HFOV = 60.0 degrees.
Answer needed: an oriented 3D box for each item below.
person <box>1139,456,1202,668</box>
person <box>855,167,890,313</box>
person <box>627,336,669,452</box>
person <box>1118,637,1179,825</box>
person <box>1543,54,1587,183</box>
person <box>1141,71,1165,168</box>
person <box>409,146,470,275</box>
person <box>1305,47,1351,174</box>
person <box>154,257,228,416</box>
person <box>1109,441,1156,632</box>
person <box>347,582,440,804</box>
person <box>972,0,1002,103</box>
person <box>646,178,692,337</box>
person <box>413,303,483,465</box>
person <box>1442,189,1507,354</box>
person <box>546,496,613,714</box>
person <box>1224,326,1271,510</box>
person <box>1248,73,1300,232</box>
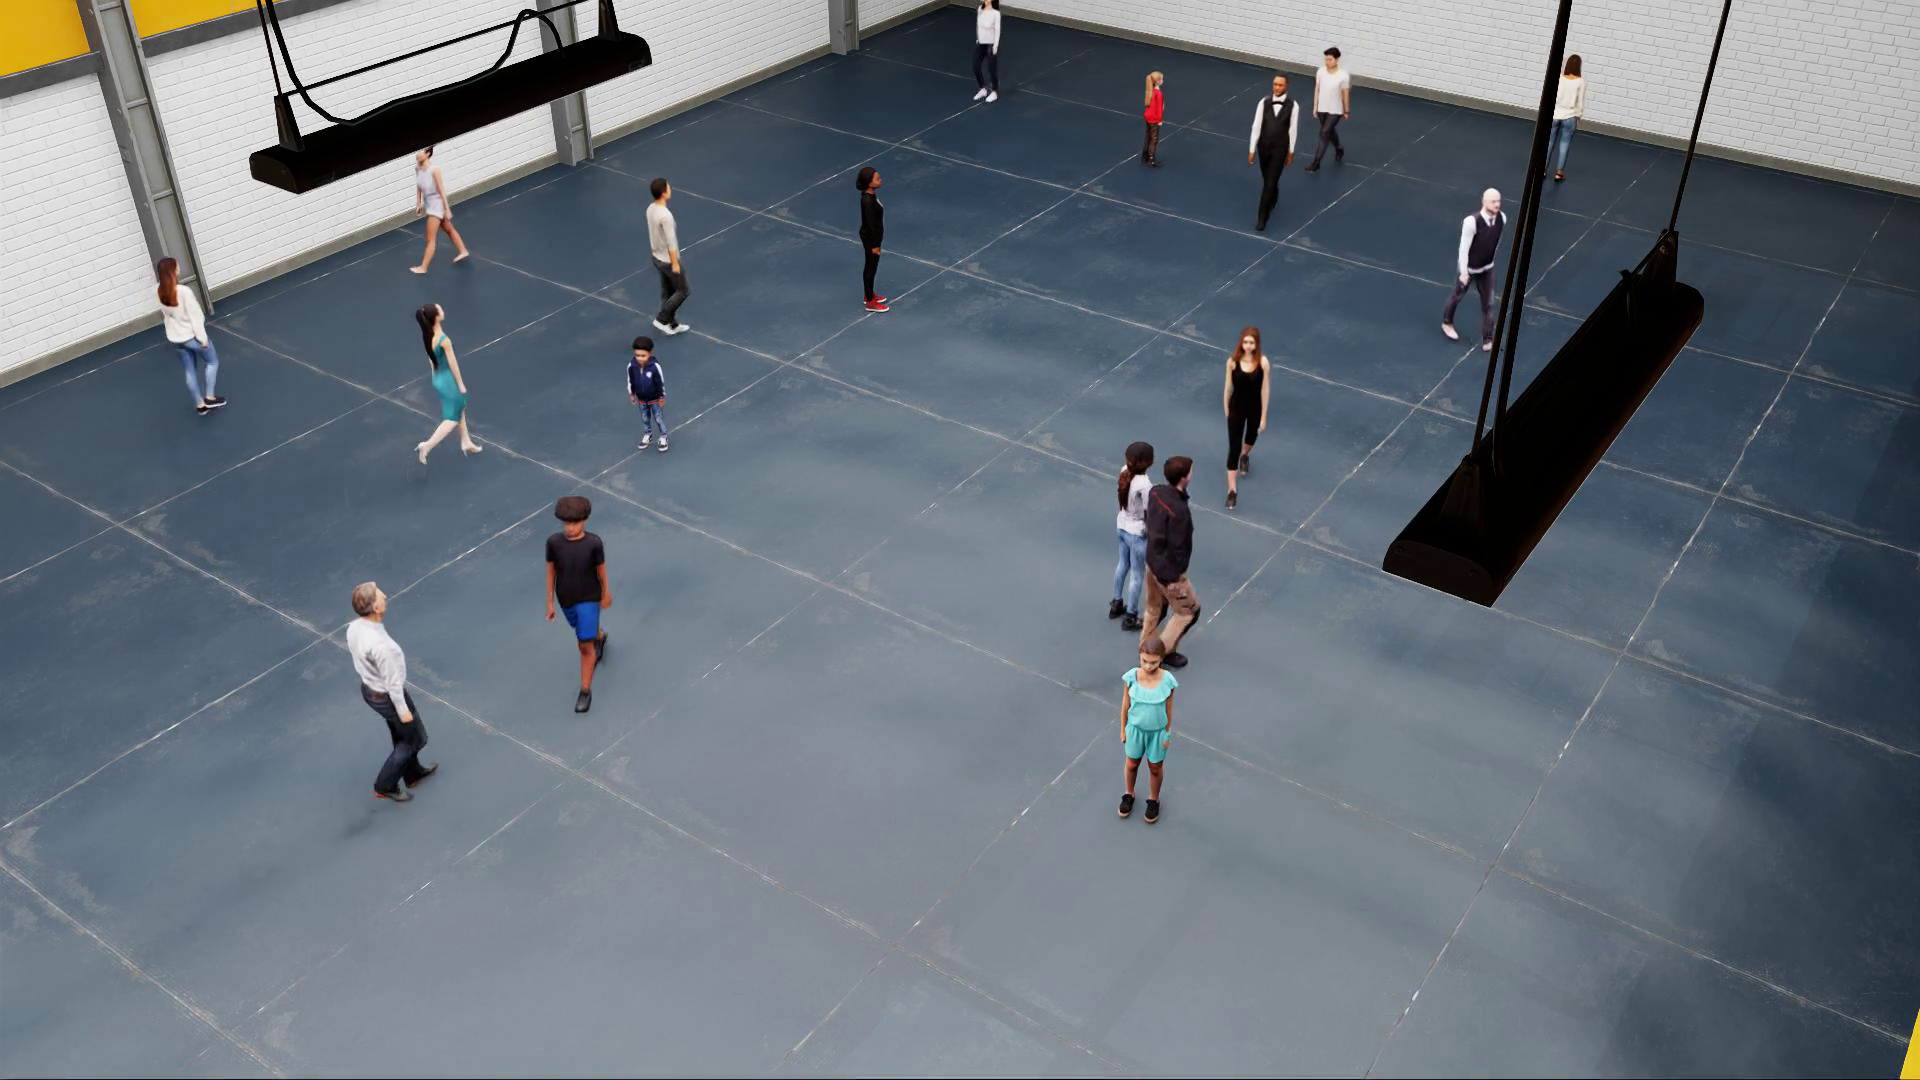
[{"bbox_3d":[1.547,0.218,13.058,0.840,1.912,0.828,-14,36,-20],"label":"person"},{"bbox_3d":[-1.002,-3.392,18.703,0.744,1.675,0.675,-4,34,-6],"label":"person"},{"bbox_3d":[-3.025,-1.433,16.167,0.578,1.219,0.569,7,34,11],"label":"person"},{"bbox_3d":[1.322,1.318,11.722,0.618,1.558,0.635,7,34,10],"label":"person"},{"bbox_3d":[7.970,-5.586,21.998,0.612,1.682,0.519,21,39,28],"label":"person"},{"bbox_3d":[2.623,-5.716,22.555,0.614,1.282,0.568,-11,35,-16],"label":"person"},{"bbox_3d":[-6.136,-3.950,19.649,0.673,1.558,1.086,27,42,35],"label":"person"},{"bbox_3d":[5.033,-5.801,22.332,0.774,1.669,1.157,28,43,35],"label":"person"},{"bbox_3d":[-7.751,-1.992,16.589,0.699,1.683,0.684,11,35,15],"label":"person"},{"bbox_3d":[1.427,-0.054,13.642,0.665,1.719,0.662,-15,36,-21],"label":"person"},{"bbox_3d":[-4.105,1.114,11.801,0.881,1.811,0.806,-26,42,-33],"label":"person"},{"bbox_3d":[0.478,-7.359,24.659,0.658,1.688,0.630,26,42,33],"label":"person"},{"bbox_3d":[-3.253,-3.029,18.039,0.808,1.805,0.788,-20,39,-28],"label":"person"},{"bbox_3d":[-4.921,-1.434,15.765,0.968,1.667,0.665,-28,43,-36],"label":"person"},{"bbox_3d":[5.507,-2.946,17.939,1.225,1.777,1.186,-12,35,-17],"label":"person"},{"bbox_3d":[-2.942,0.385,12.948,1.012,1.755,1.268,4,34,6],"label":"person"},{"bbox_3d":[2.669,-1.224,15.434,0.942,1.683,1.235,4,34,6],"label":"person"},{"bbox_3d":[3.939,-4.902,20.791,0.877,1.878,1.338,14,36,20],"label":"person"}]
